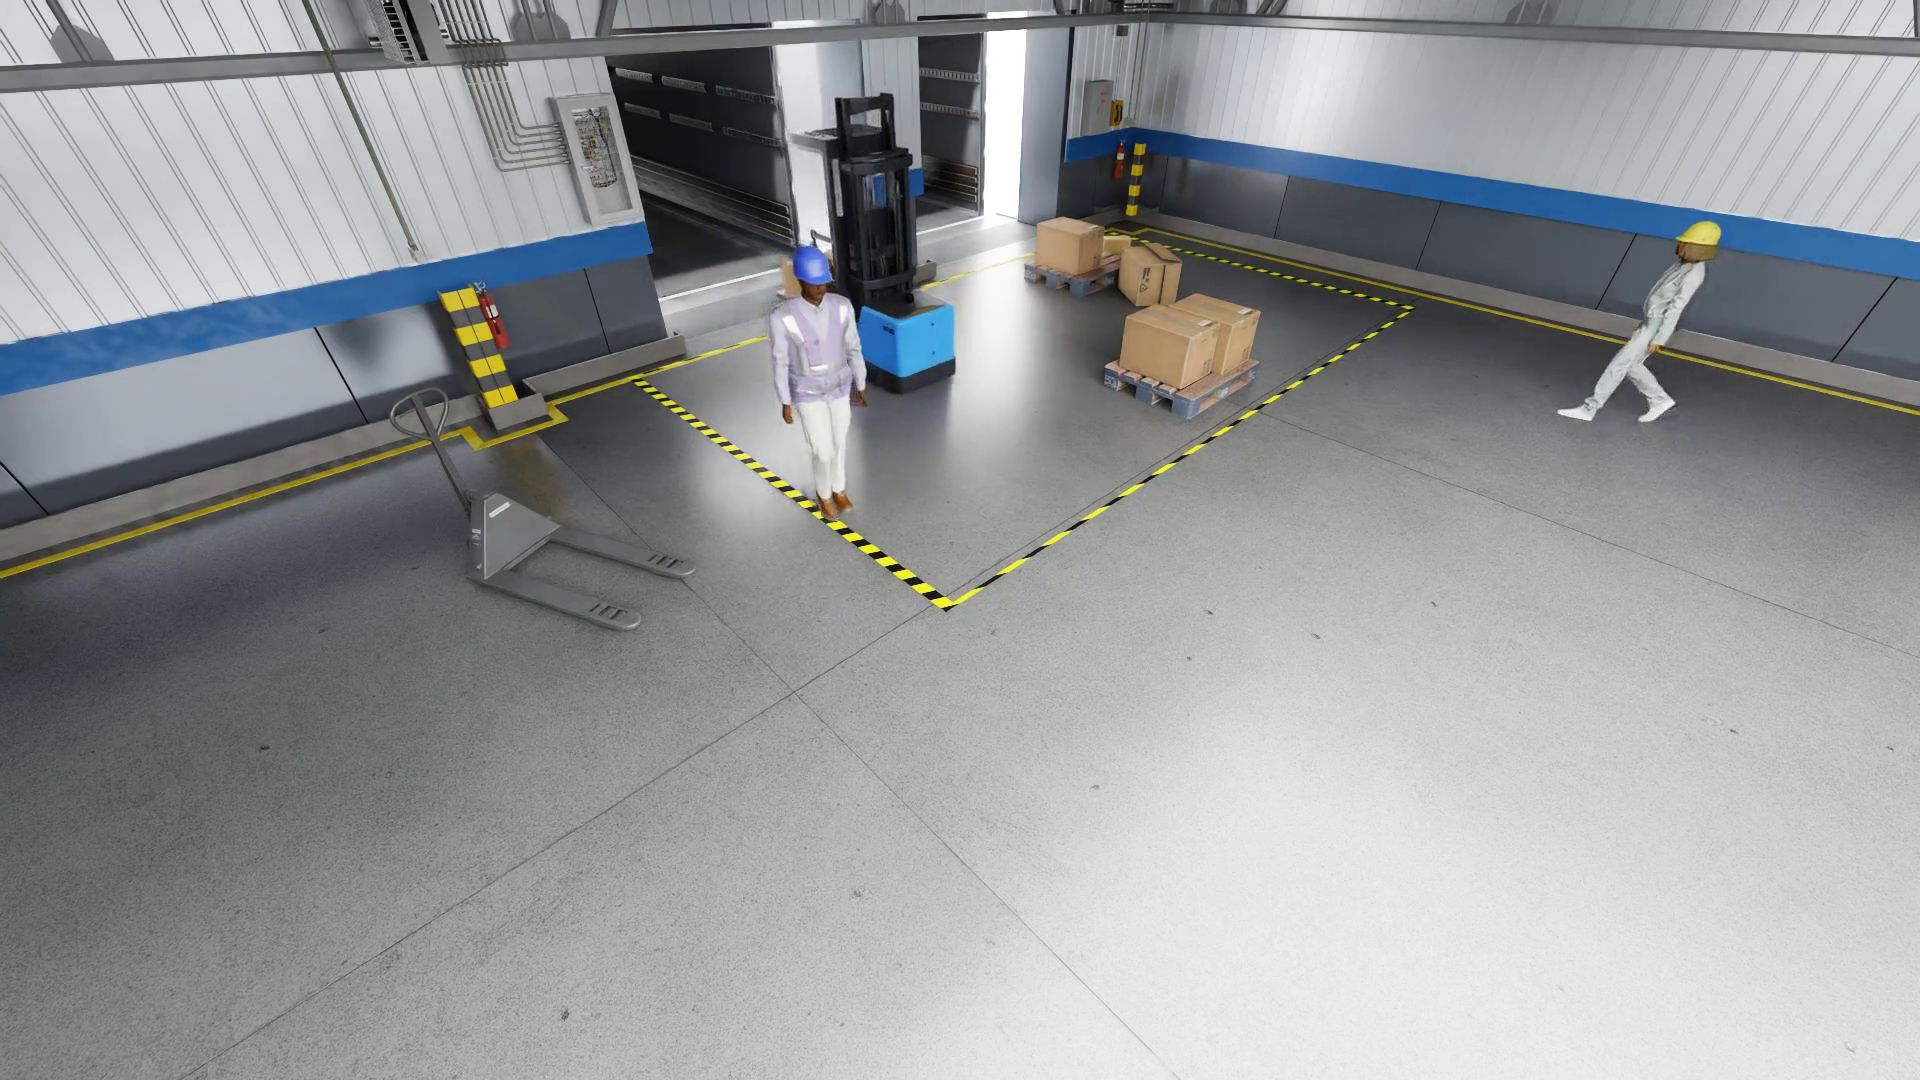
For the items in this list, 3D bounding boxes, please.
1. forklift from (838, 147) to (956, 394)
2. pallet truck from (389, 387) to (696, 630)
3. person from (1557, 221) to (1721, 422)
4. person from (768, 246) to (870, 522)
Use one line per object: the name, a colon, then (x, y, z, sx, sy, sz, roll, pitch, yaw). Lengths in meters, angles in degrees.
forklift: (-0.588, -2.476, 6.820, 0.716, 2.013, 0.776, -30, 47, -33)
pallet truck: (-2.613, -0.247, 4.593, 1.601, 1.201, 0.680, 14, 40, 17)
person: (5.881, -1.752, 6.150, 0.770, 1.721, 0.494, 20, 42, 24)
person: (-0.921, -1.005, 5.000, 0.631, 1.936, 0.455, -25, 44, -29)
